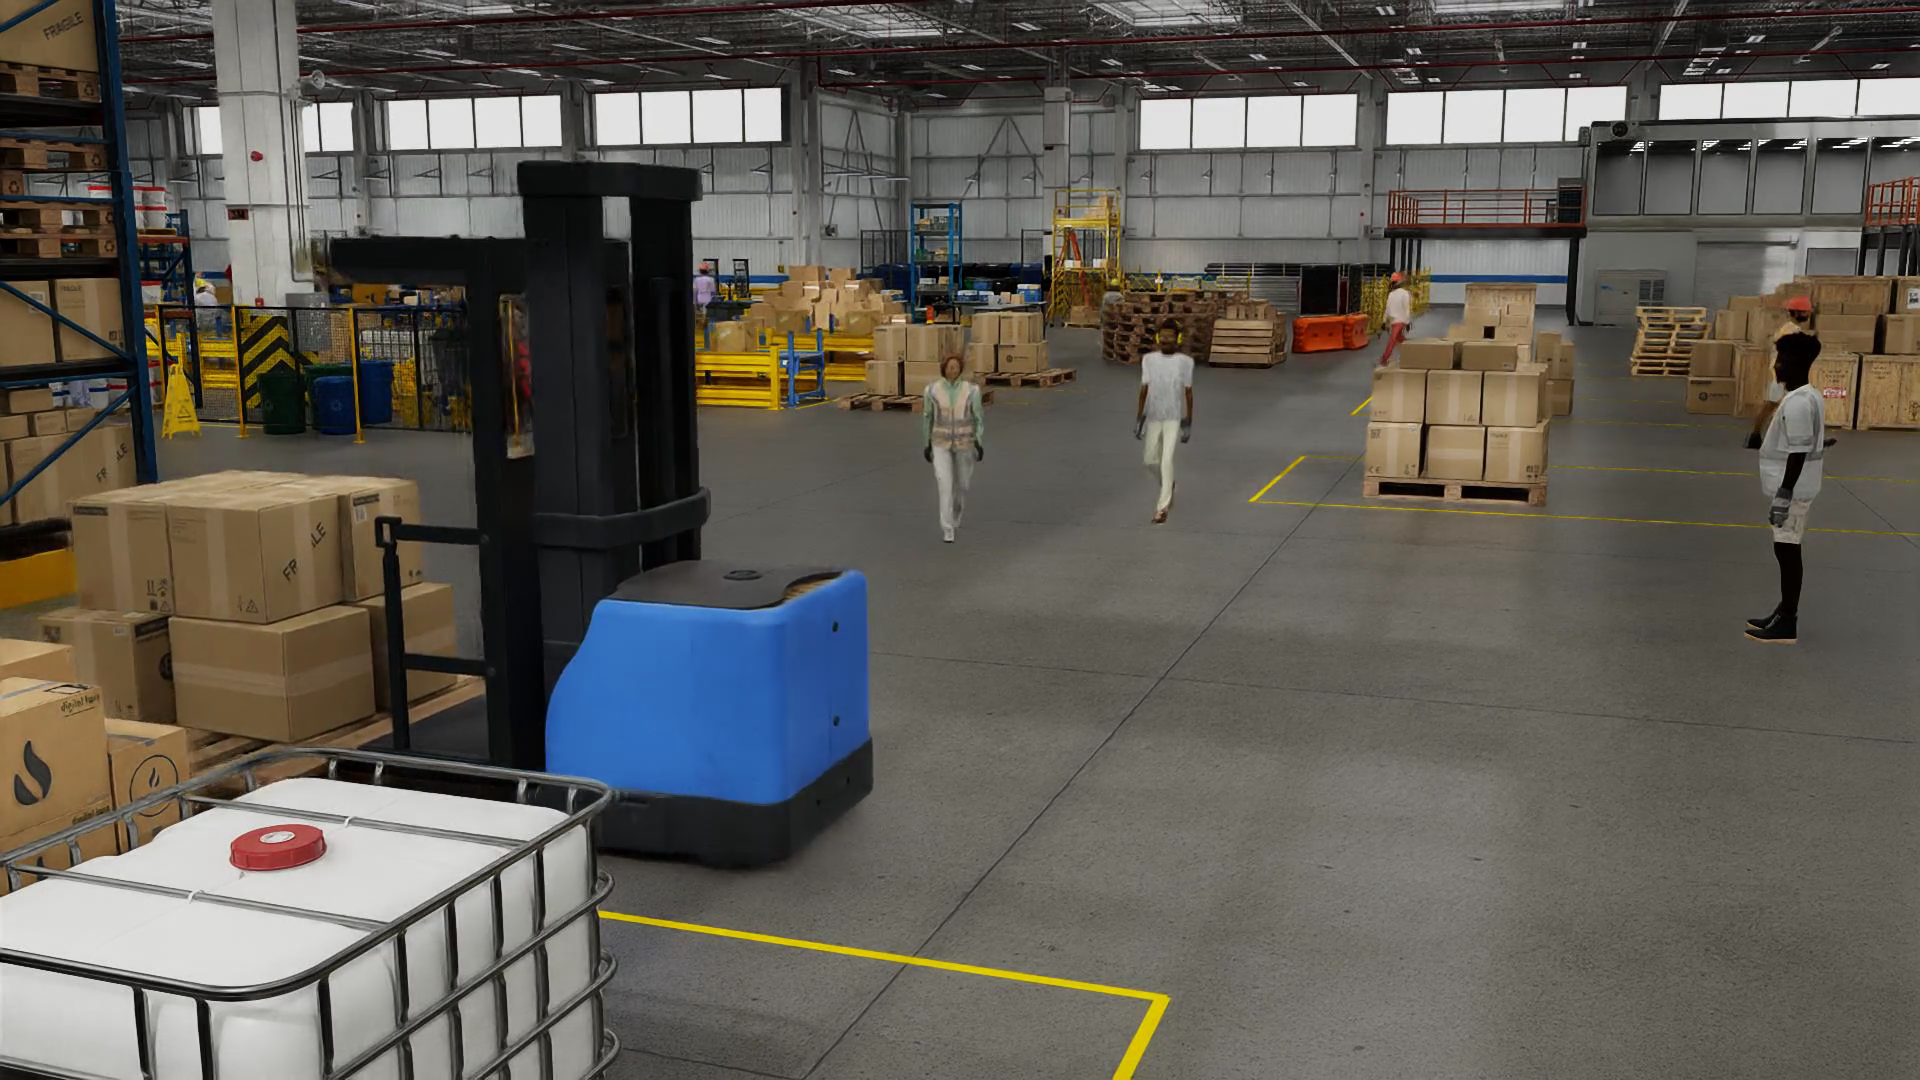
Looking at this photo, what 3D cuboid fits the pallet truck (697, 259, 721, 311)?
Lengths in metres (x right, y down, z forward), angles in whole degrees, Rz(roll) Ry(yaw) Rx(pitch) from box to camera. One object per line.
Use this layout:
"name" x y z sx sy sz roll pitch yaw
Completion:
"pallet truck" -9.165 -9.627 62.776 0.823 1.965 1.885 4 11 23

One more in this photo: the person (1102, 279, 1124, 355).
"person" 3.568 -5.110 38.123 0.511 1.701 0.841 6 12 31

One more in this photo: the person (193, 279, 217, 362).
"person" -15.467 -4.400 33.869 0.722 1.804 0.631 5 11 26

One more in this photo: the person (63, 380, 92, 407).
"person" -11.320 -2.139 21.260 0.314 1.769 0.525 -1 10 -6

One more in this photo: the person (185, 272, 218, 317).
"person" -18.142 -5.467 39.738 0.677 1.851 0.993 -2 10 -12

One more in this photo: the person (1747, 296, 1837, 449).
"person" 10.098 -2.001 20.129 1.011 1.883 0.567 9 13 40

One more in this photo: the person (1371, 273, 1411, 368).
"person" 8.795 -4.420 33.628 1.050 1.934 0.636 -3 11 -18

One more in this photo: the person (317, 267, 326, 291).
"person" -22.025 -8.571 57.587 0.900 1.716 0.553 -1 10 -7

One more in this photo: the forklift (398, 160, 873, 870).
"forklift" -1.416 -0.180 7.087 1.873 2.768 1.129 3 11 19

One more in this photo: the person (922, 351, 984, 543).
"person" -0.063 -0.820 14.271 0.529 1.610 0.705 -1 10 -5

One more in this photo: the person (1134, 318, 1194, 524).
"person" 1.869 -1.095 15.129 0.535 1.853 0.672 5 11 27

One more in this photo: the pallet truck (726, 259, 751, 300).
"pallet truck" -7.986 -9.493 62.019 0.823 1.965 1.885 3 11 17

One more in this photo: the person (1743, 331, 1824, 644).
"person" 5.222 -0.327 10.489 0.367 1.966 0.607 6 11 29

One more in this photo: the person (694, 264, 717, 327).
"person" -6.939 -6.486 45.117 0.611 1.998 1.052 4 11 22
